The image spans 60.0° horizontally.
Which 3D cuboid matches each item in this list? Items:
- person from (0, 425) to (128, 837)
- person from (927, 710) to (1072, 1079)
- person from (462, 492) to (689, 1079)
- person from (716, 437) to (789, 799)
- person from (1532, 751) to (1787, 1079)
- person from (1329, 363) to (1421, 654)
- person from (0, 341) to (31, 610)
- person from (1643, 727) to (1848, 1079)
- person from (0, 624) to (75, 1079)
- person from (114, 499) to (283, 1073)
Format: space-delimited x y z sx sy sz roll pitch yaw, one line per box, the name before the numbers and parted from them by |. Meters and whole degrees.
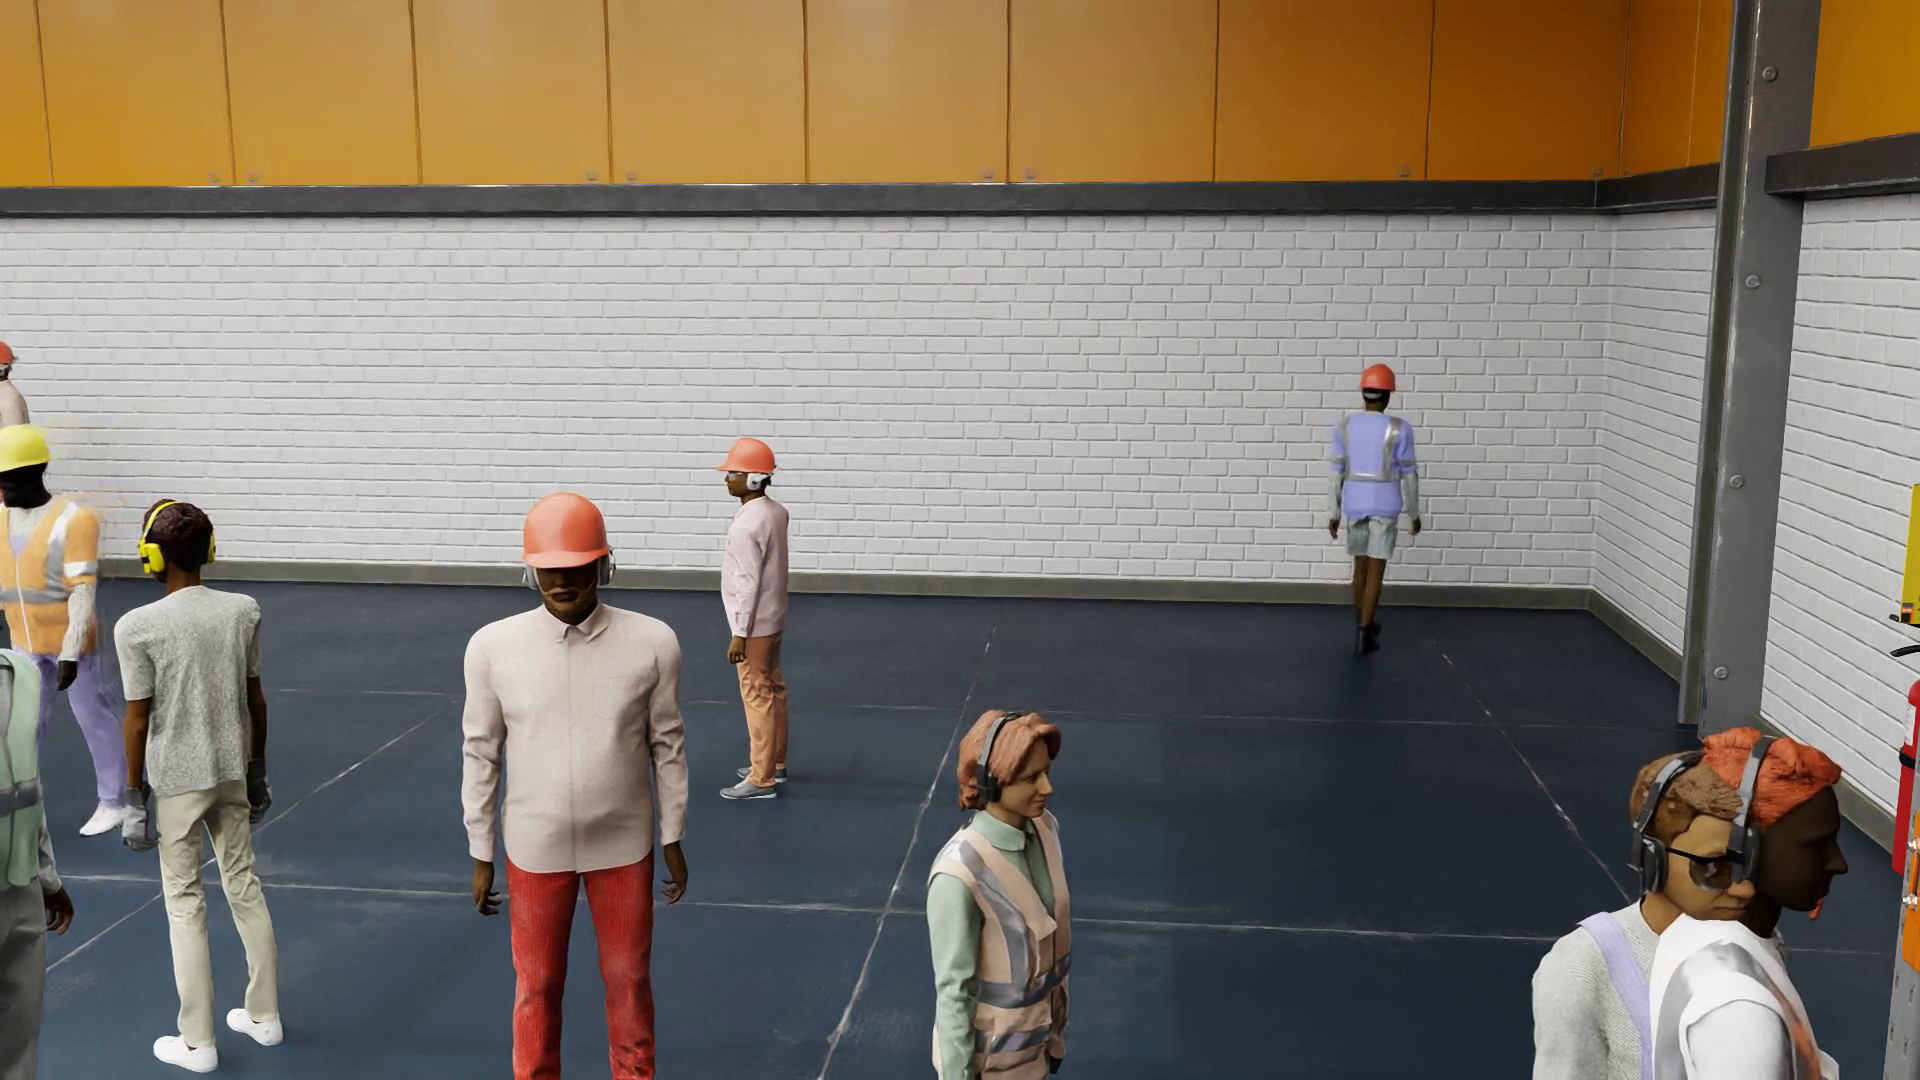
person | -4.050 0.457 7.222 0.598 1.884 0.969 3 10 15
person | 0.092 1.182 3.789 0.308 1.639 0.523 5 11 26
person | -1.069 0.850 4.673 0.622 1.993 0.383 -2 10 -14
person | -1.001 0.374 8.079 0.318 1.755 0.569 2 10 9
person | 1.185 1.246 2.839 0.520 1.844 0.330 -4 11 -24
person | 2.759 -0.219 11.091 0.559 1.928 0.640 7 12 35
person | -7.067 -0.487 12.325 0.375 1.997 0.608 -8 13 -38
person | 1.255 1.238 2.781 0.353 1.881 0.573 2 10 11
person | -2.571 0.948 4.332 0.379 1.917 0.597 1 10 7
person | -2.476 0.793 5.406 0.328 1.861 0.501 6 11 30
